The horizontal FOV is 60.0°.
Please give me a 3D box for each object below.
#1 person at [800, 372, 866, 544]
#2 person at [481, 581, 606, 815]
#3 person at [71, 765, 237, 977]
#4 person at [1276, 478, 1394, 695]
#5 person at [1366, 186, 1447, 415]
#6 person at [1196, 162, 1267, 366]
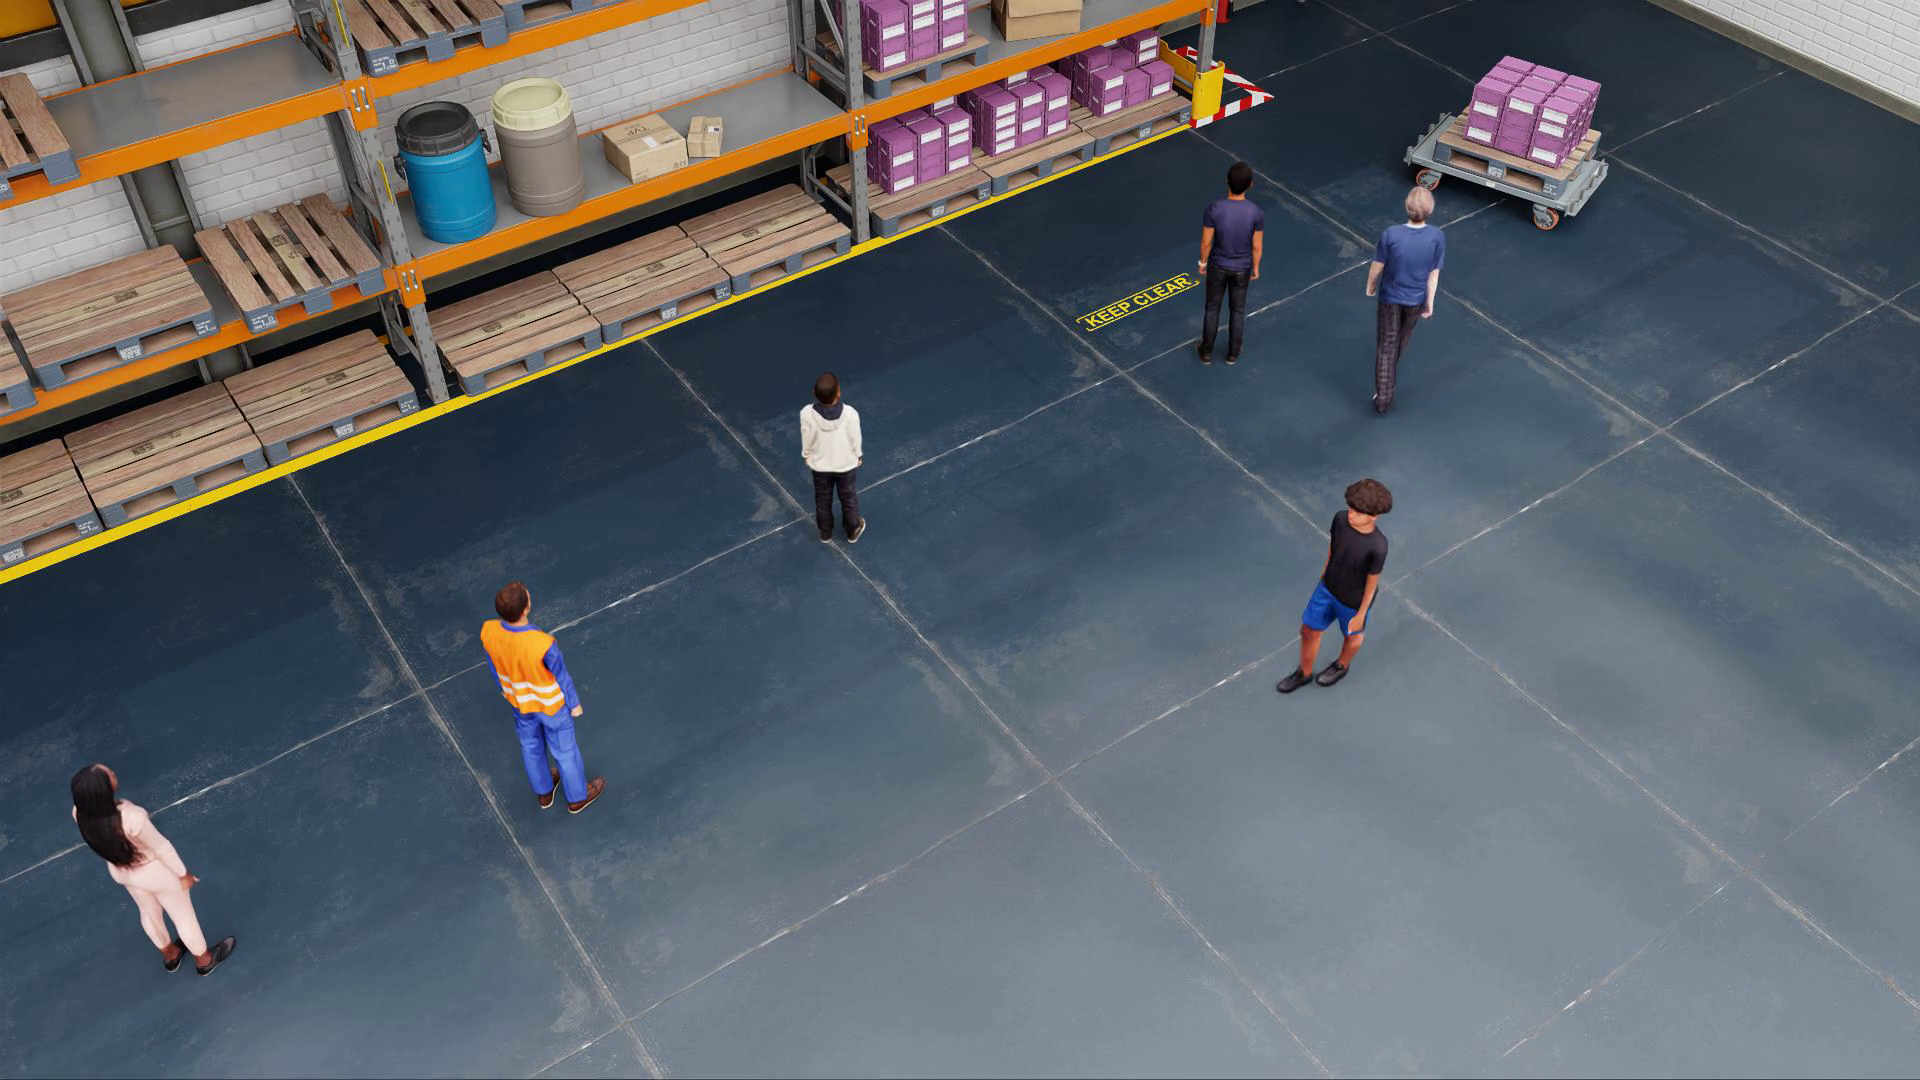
[{"bbox_3d":[-0.893,-0.560,11.674,0.639,1.454,0.716,3,44,3],"label":"person"},{"bbox_3d":[-2.483,0.935,9.807,0.781,1.864,0.811,12,45,13],"label":"person"},{"bbox_3d":[-4.409,1.797,9.006,0.697,1.722,0.740,10,45,11],"label":"person"},{"bbox_3d":[2.527,0.274,10.561,0.782,1.782,0.641,-27,50,-26],"label":"person"},{"bbox_3d":[3.371,-1.770,12.670,1.151,1.832,1.165,4,44,4],"label":"person"},{"bbox_3d":[2.122,-2.160,13.108,0.696,1.793,0.776,4,44,4],"label":"person"}]
